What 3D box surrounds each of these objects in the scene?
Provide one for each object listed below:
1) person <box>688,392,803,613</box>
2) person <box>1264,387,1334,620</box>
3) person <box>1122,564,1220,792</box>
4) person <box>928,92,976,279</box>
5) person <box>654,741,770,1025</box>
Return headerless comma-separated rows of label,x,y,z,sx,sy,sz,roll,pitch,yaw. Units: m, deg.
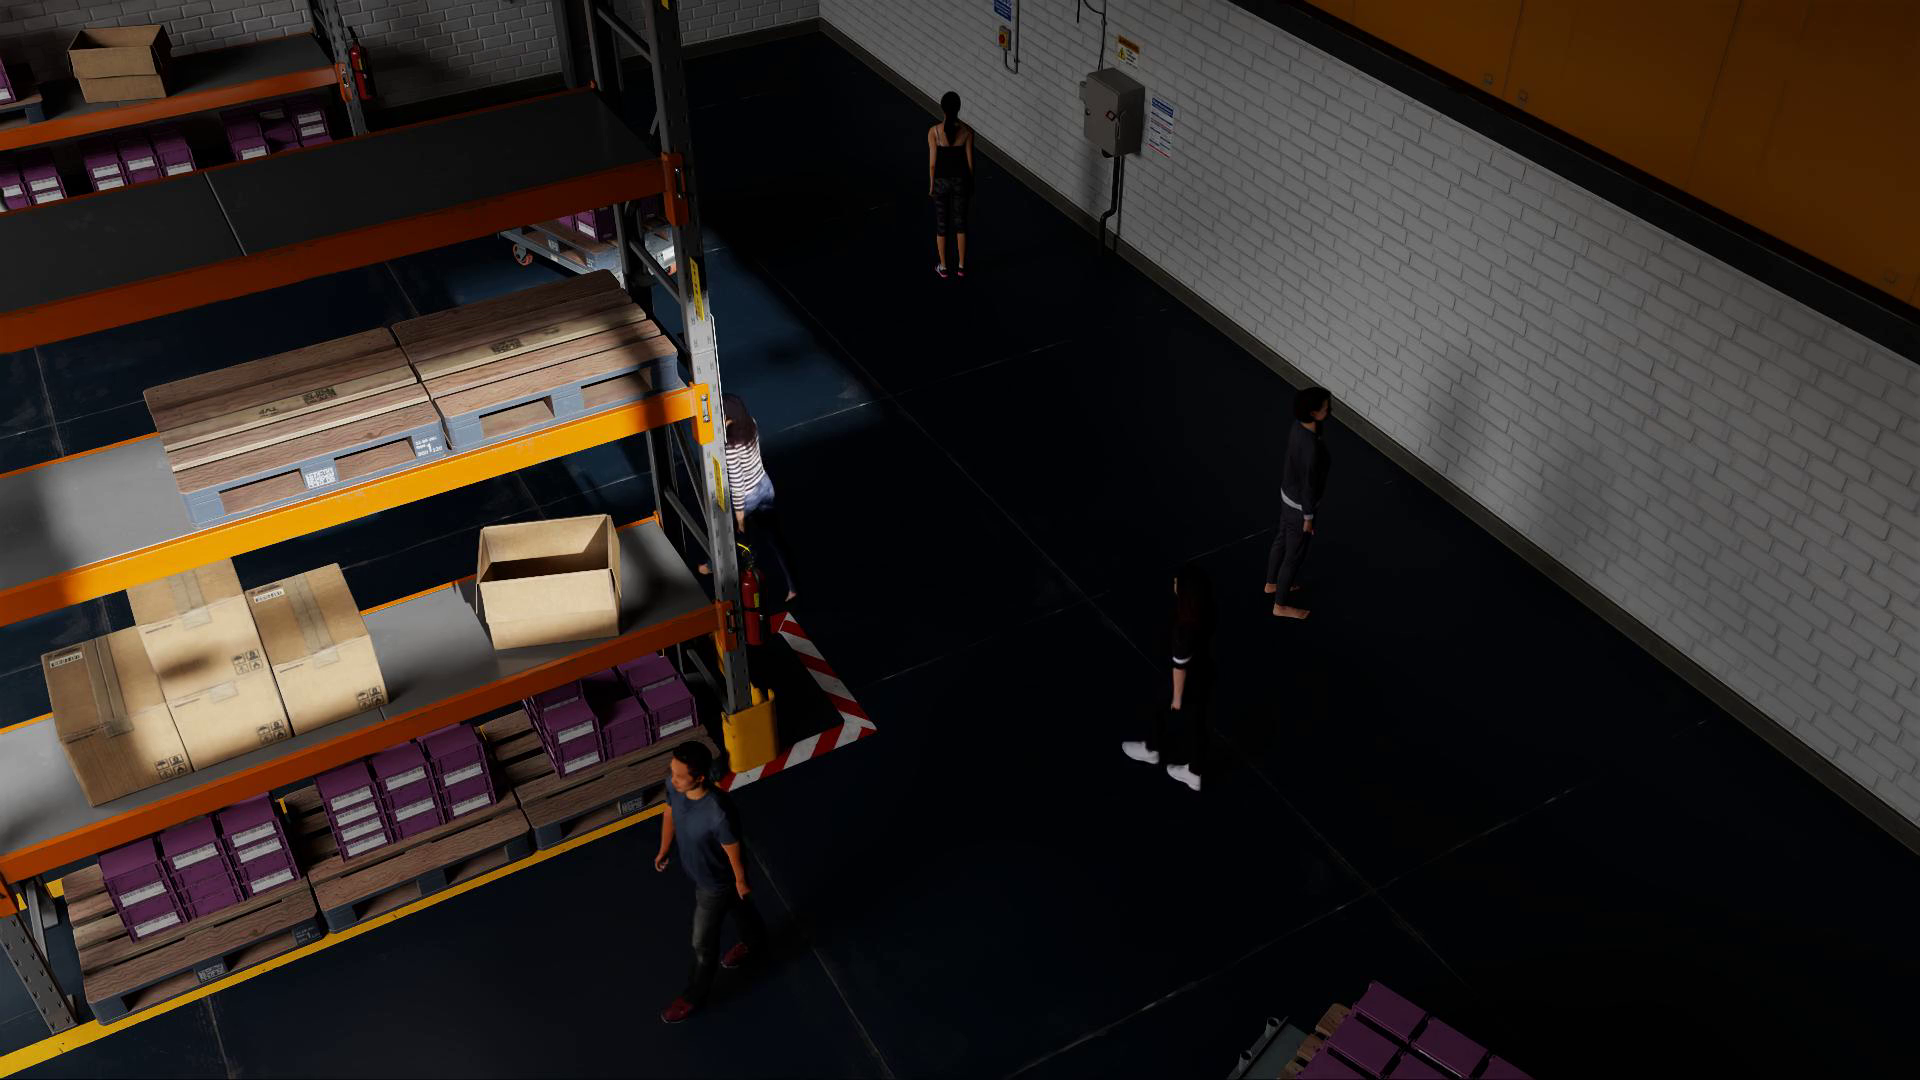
person,-1.316,-0.213,11.066,1.132,1.727,1.164,17,41,20
person,2.263,-0.268,11.102,0.668,1.768,0.689,-3,39,-3
person,1.409,0.849,9.824,0.841,1.617,0.846,26,45,28
person,-0.076,-3.141,14.730,0.605,1.729,0.714,-3,39,-4
person,-1.217,1.660,8.675,1.013,1.783,0.738,-25,45,-28
